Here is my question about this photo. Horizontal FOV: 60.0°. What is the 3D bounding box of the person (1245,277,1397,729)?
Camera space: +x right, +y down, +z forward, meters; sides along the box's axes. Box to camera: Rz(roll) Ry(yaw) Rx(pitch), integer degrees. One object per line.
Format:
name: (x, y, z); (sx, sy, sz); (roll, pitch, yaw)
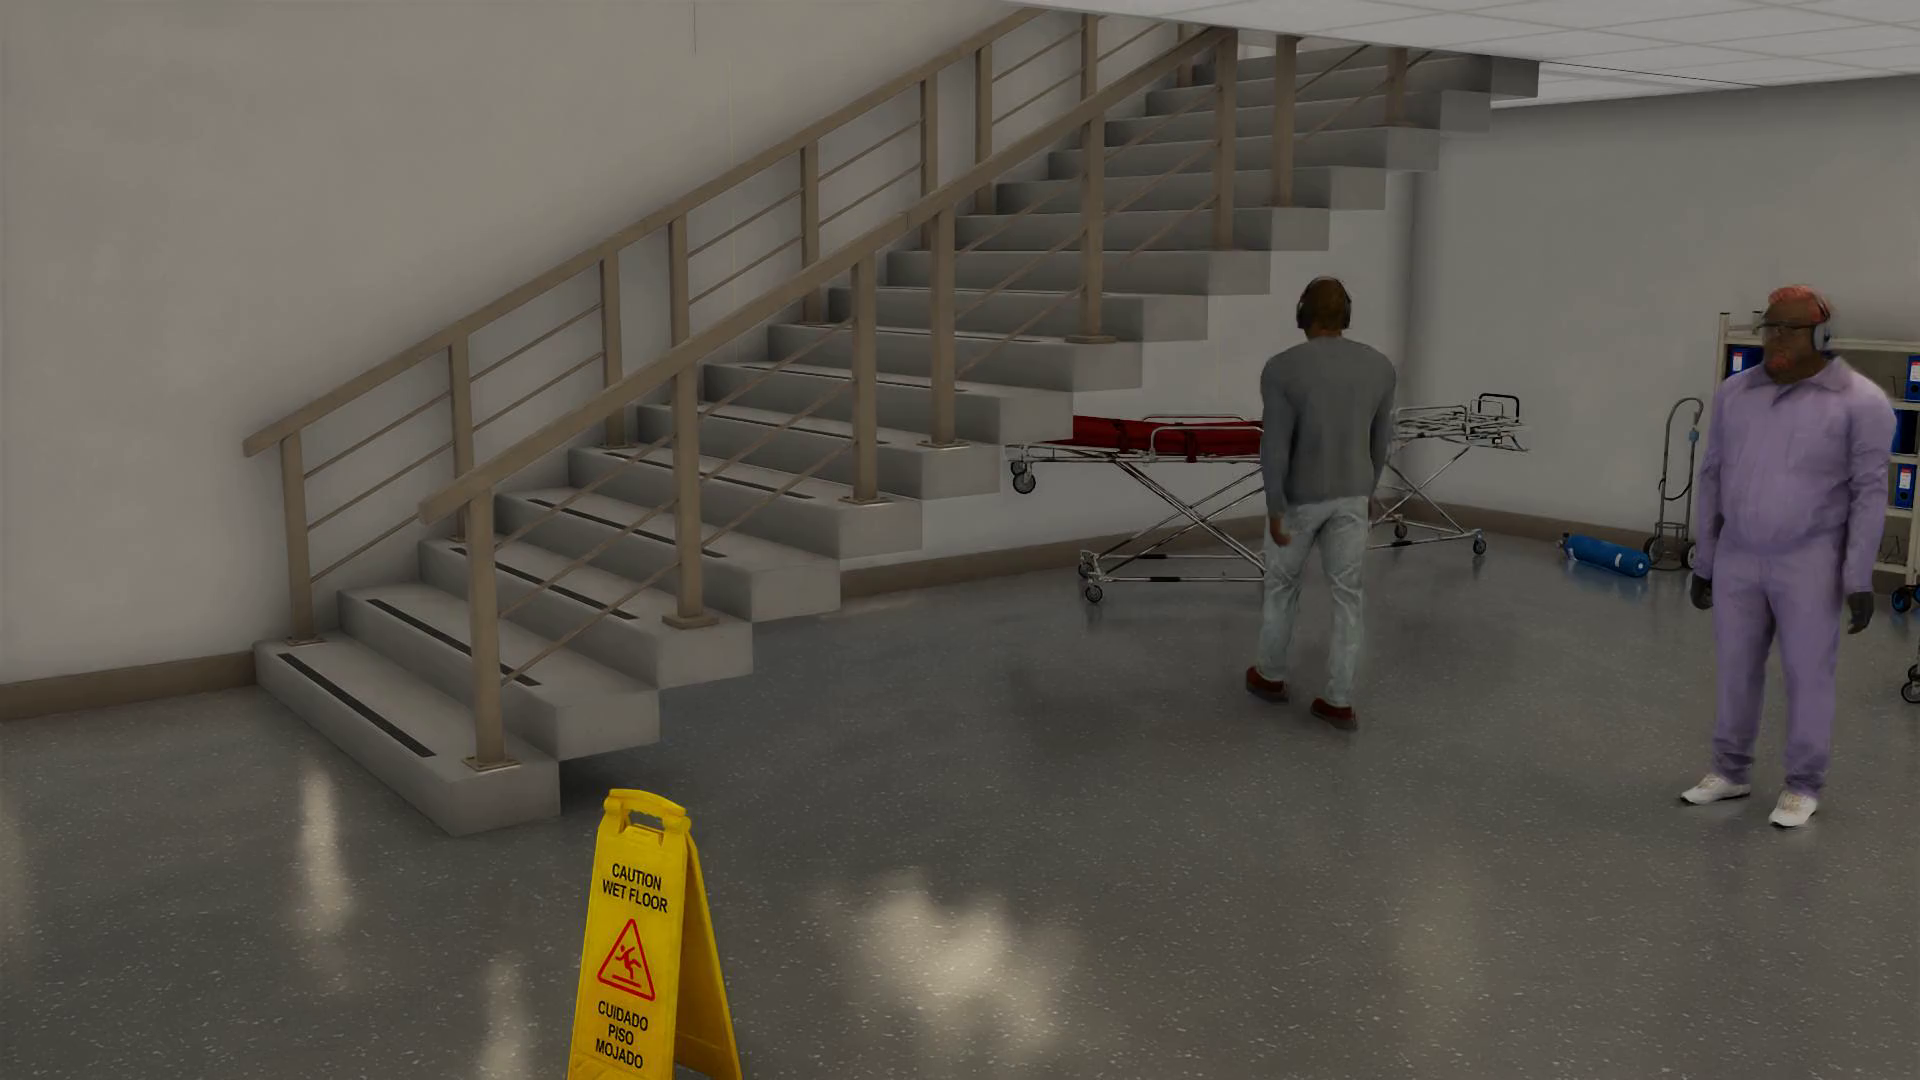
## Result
person: (1.549, -0.184, 7.282); (0.628, 1.902, 0.885); (-2, 10, -9)

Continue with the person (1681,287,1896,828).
person: (2.888, 0.072, 5.870); (0.411, 1.898, 0.679); (-7, 12, -37)
